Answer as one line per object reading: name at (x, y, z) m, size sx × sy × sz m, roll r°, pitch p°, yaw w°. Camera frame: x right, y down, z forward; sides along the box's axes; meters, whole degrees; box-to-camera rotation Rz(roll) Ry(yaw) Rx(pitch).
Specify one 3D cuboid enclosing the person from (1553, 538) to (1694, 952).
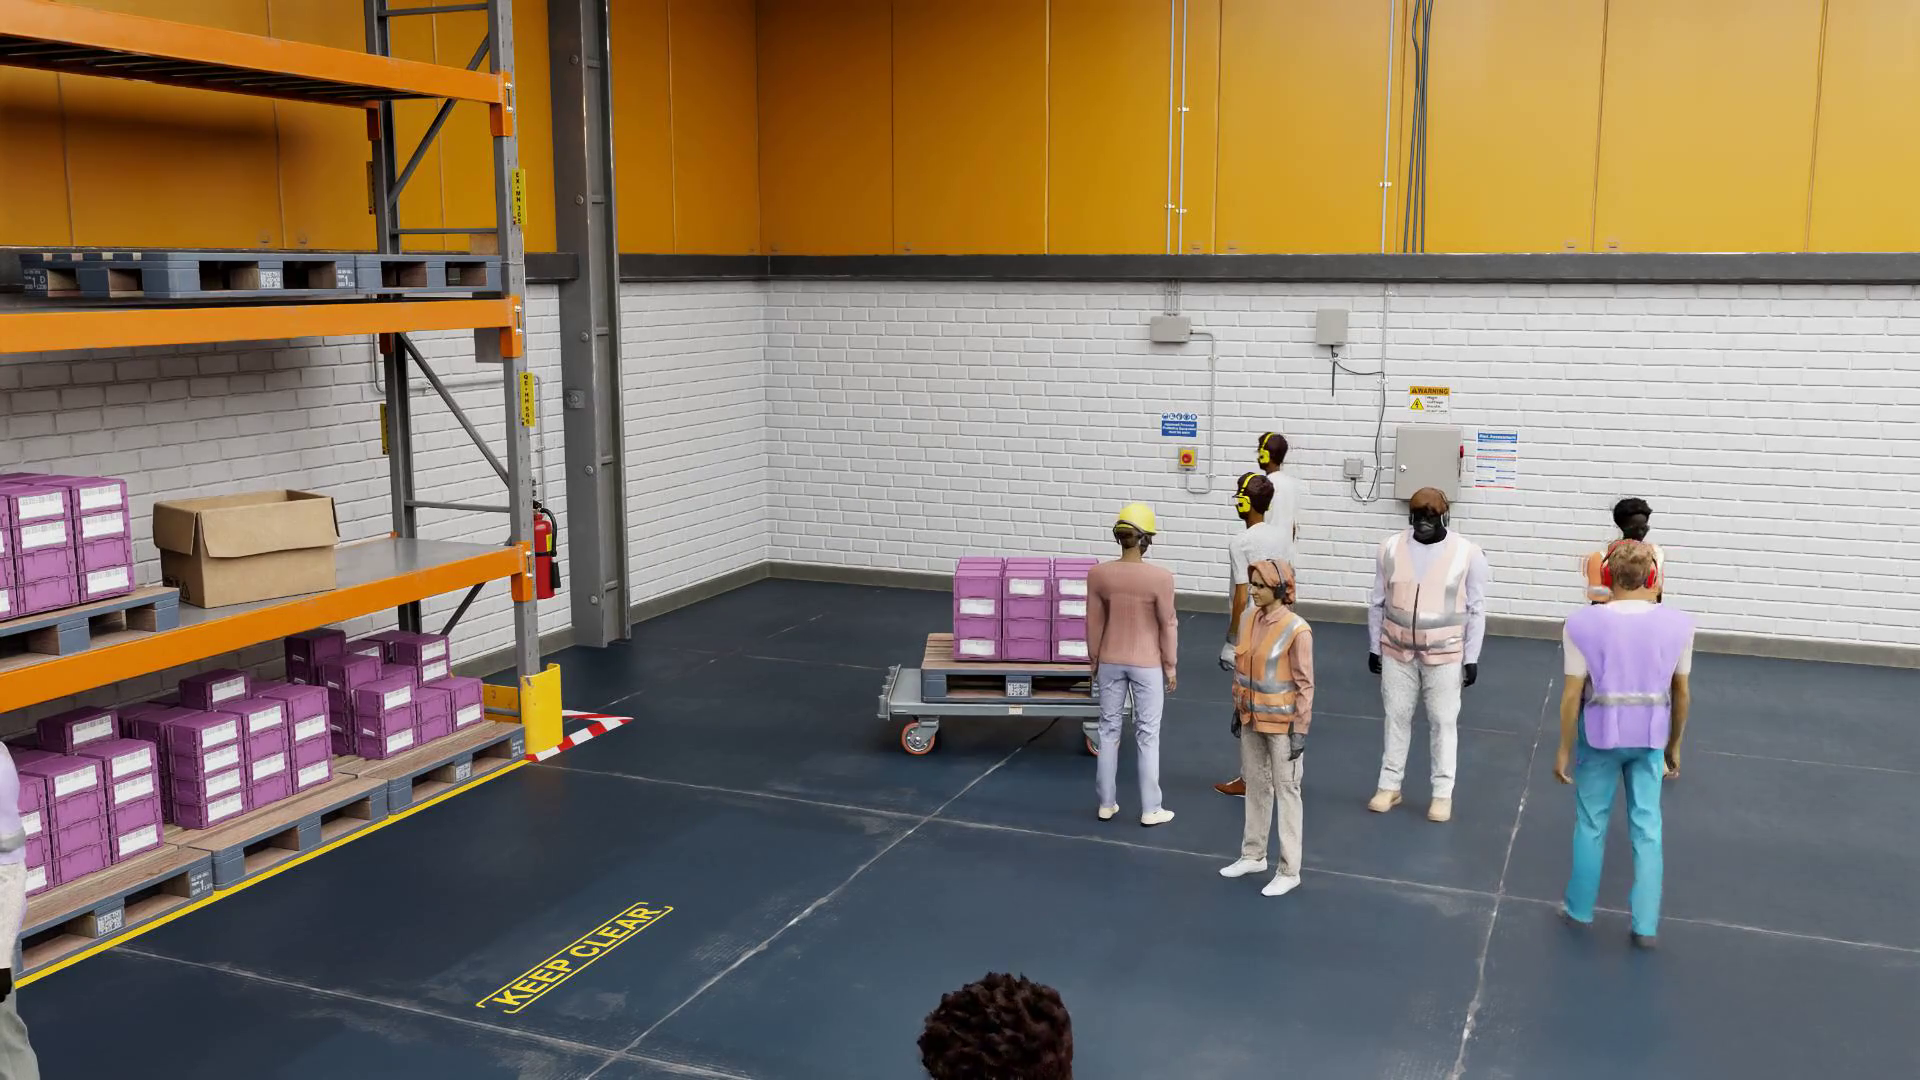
person at (2.958, 0.904, 7.438) m, size 0.575 × 1.844 × 0.412 m, roll 1°, pitch 9°, yaw 5°

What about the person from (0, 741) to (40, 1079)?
person at (-3.152, 1.219, 5.238) m, size 0.585 × 1.928 × 0.368 m, roll 6°, pitch 11°, yaw 34°

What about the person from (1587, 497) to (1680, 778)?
person at (3.995, 0.584, 9.846) m, size 0.541 × 1.664 × 0.731 m, roll -2°, pitch 10°, yaw -14°

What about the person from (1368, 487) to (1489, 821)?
person at (2.541, 0.619, 9.140) m, size 0.633 × 1.839 × 0.429 m, roll 6°, pitch 11°, yaw 30°

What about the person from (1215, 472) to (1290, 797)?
person at (1.674, 0.544, 9.506) m, size 0.523 × 1.870 × 0.317 m, roll -9°, pitch 13°, yaw -42°

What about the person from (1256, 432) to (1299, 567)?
person at (2.213, 0.151, 11.940) m, size 0.544 × 1.852 × 0.418 m, roll -8°, pitch 12°, yaw -41°

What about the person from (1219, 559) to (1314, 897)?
person at (1.501, 0.896, 8.064) m, size 0.309 × 1.639 × 0.523 m, roll -5°, pitch 11°, yaw -29°

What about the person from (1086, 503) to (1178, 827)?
person at (0.937, 0.678, 9.035) m, size 0.524 × 1.760 × 0.326 m, roll 5°, pitch 11°, yaw 27°

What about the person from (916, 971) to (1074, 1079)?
person at (0.223, 1.616, 2.888) m, size 0.684 × 1.914 × 0.633 m, roll -1°, pitch 9°, yaw -8°
